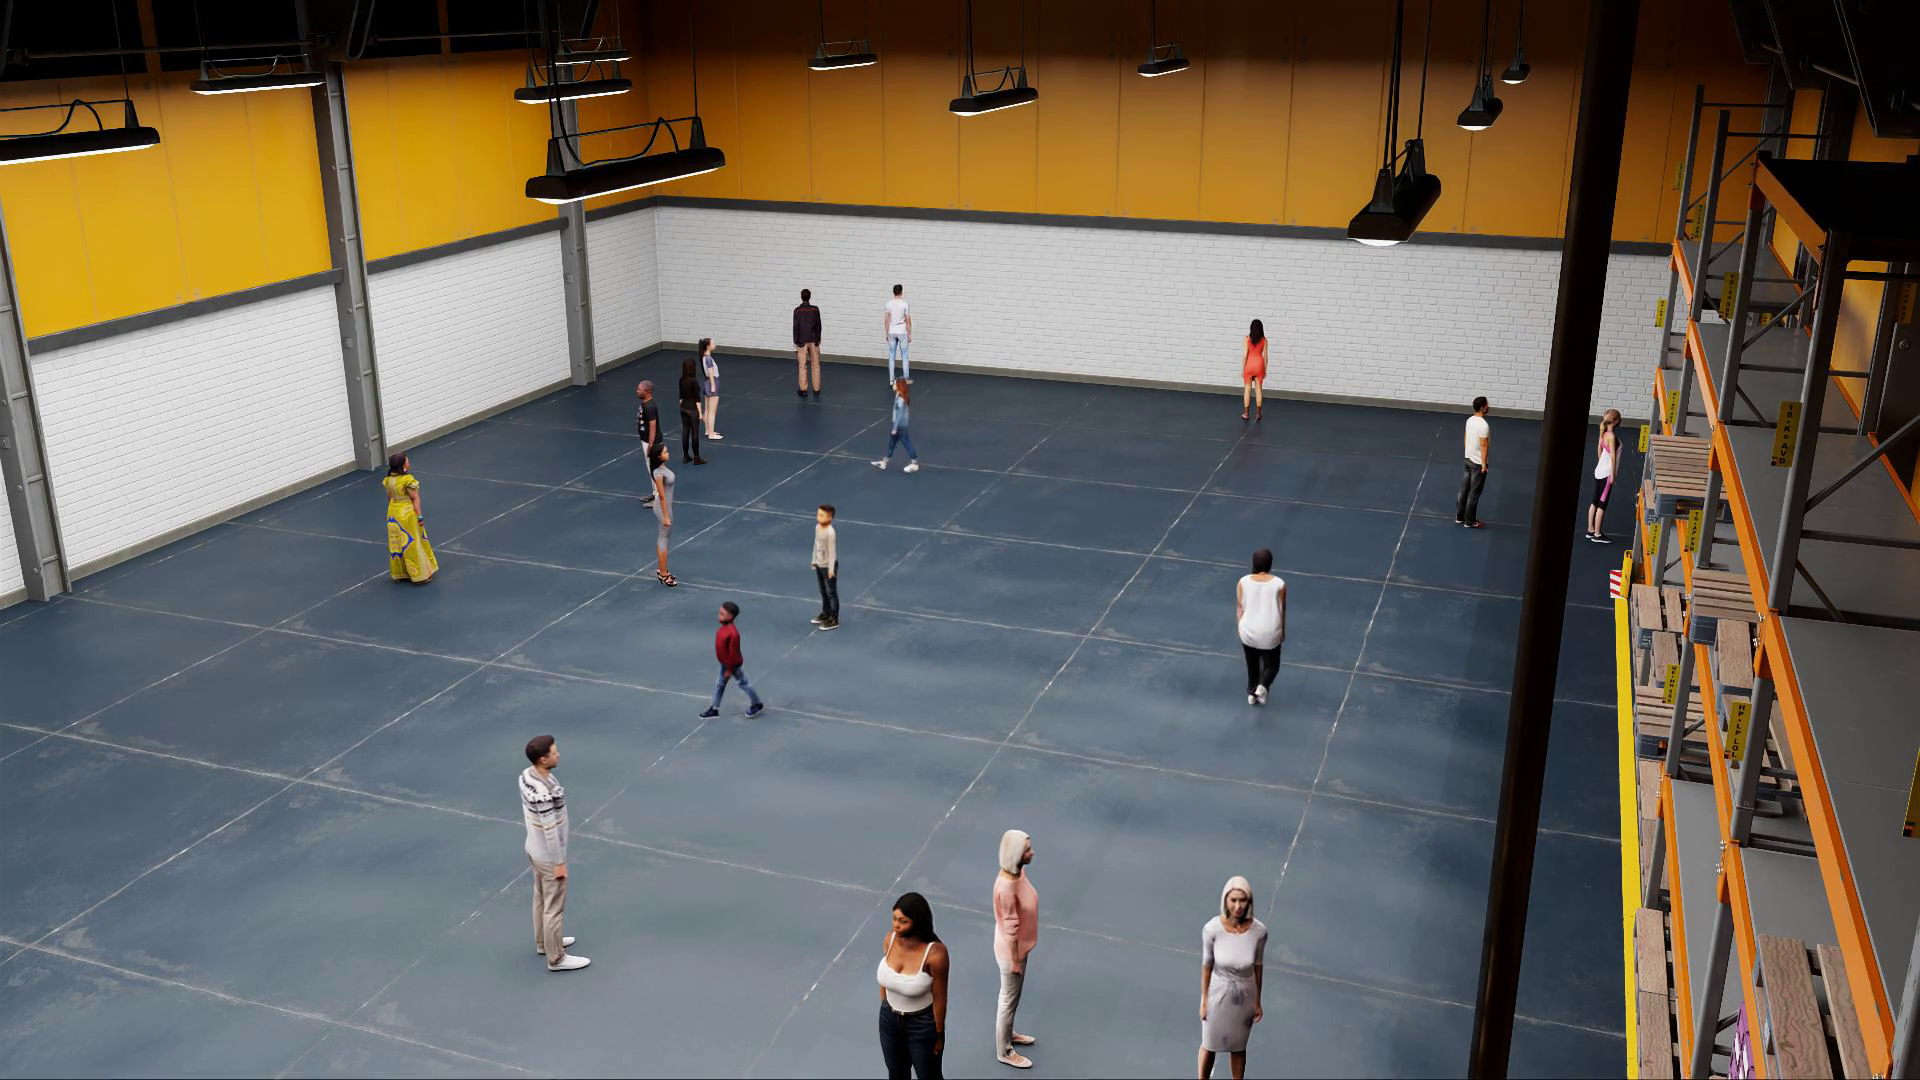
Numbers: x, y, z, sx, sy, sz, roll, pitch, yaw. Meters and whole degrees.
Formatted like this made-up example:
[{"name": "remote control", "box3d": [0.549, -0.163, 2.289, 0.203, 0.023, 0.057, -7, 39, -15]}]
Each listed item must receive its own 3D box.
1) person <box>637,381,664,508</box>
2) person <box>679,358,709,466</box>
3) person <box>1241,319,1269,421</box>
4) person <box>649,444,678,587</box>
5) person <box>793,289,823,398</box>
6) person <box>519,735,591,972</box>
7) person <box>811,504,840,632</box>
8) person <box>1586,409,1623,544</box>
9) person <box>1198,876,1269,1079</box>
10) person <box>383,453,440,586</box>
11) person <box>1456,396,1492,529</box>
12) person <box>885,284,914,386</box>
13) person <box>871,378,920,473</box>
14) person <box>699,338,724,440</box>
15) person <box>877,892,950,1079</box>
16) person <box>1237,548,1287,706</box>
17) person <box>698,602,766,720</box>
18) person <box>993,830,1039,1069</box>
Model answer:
[{"name": "person", "box3d": [-4.361, -1.370, 23.487, 0.820, 1.804, 0.722, -5, 19, -14]}, {"name": "person", "box3d": [-4.150, -1.983, 25.562, 0.622, 1.641, 0.592, 13, 23, 34]}, {"name": "person", "box3d": [4.972, -2.889, 28.130, 0.656, 1.719, 0.629, 0, 19, -1]}, {"name": "person", "box3d": [-3.648, -0.322, 20.410, 0.723, 1.781, 0.613, -3, 19, -9]}, {"name": "person", "box3d": [-2.729, -3.537, 29.734, 0.788, 1.925, 0.831, -7, 20, -19]}, {"name": "person", "box3d": [-3.094, 2.318, 12.447, 0.799, 1.862, 0.762, -10, 21, -28]}, {"name": "person", "box3d": [-1.518, 0.285, 19.106, 0.684, 1.464, 0.643, -11, 22, -30]}, {"name": "person", "box3d": [8.524, -0.862, 22.002, 0.733, 1.788, 0.589, -1, 19, -2]}, {"name": "person", "box3d": [1.737, 2.952, 10.734, 0.637, 1.751, 0.627, 0, 19, -1]}, {"name": "person", "box3d": [-6.822, -0.276, 20.463, 0.878, 1.661, 0.800, 9, 21, 25]}, {"name": "person", "box3d": [7.002, -1.076, 22.616, 0.782, 1.803, 0.666, -4, 19, -12]}, {"name": "person", "box3d": [-1.139, -3.773, 30.551, 0.654, 1.850, 0.558, 5, 19, 15]}, {"name": "person", "box3d": [-0.811, -1.711, 25.060, 0.928, 1.447, 0.986, -3, 19, -7]}, {"name": "person", "box3d": [-4.062, -2.471, 26.998, 0.732, 1.650, 0.663, -7, 20, -21]}, {"name": "person", "box3d": [-0.292, 3.018, 10.448, 0.703, 1.810, 0.686, 13, 22, 33]}, {"name": "person", "box3d": [3.050, 0.916, 16.898, 0.704, 1.676, 0.742, 9, 21, 25]}, {"name": "person", "box3d": [-2.232, 1.221, 16.695, 0.937, 1.228, 0.829, -11, 21, -29]}, {"name": "person", "box3d": [0.363, 2.756, 11.358, 0.705, 1.725, 0.535, 2, 19, 7]}]
